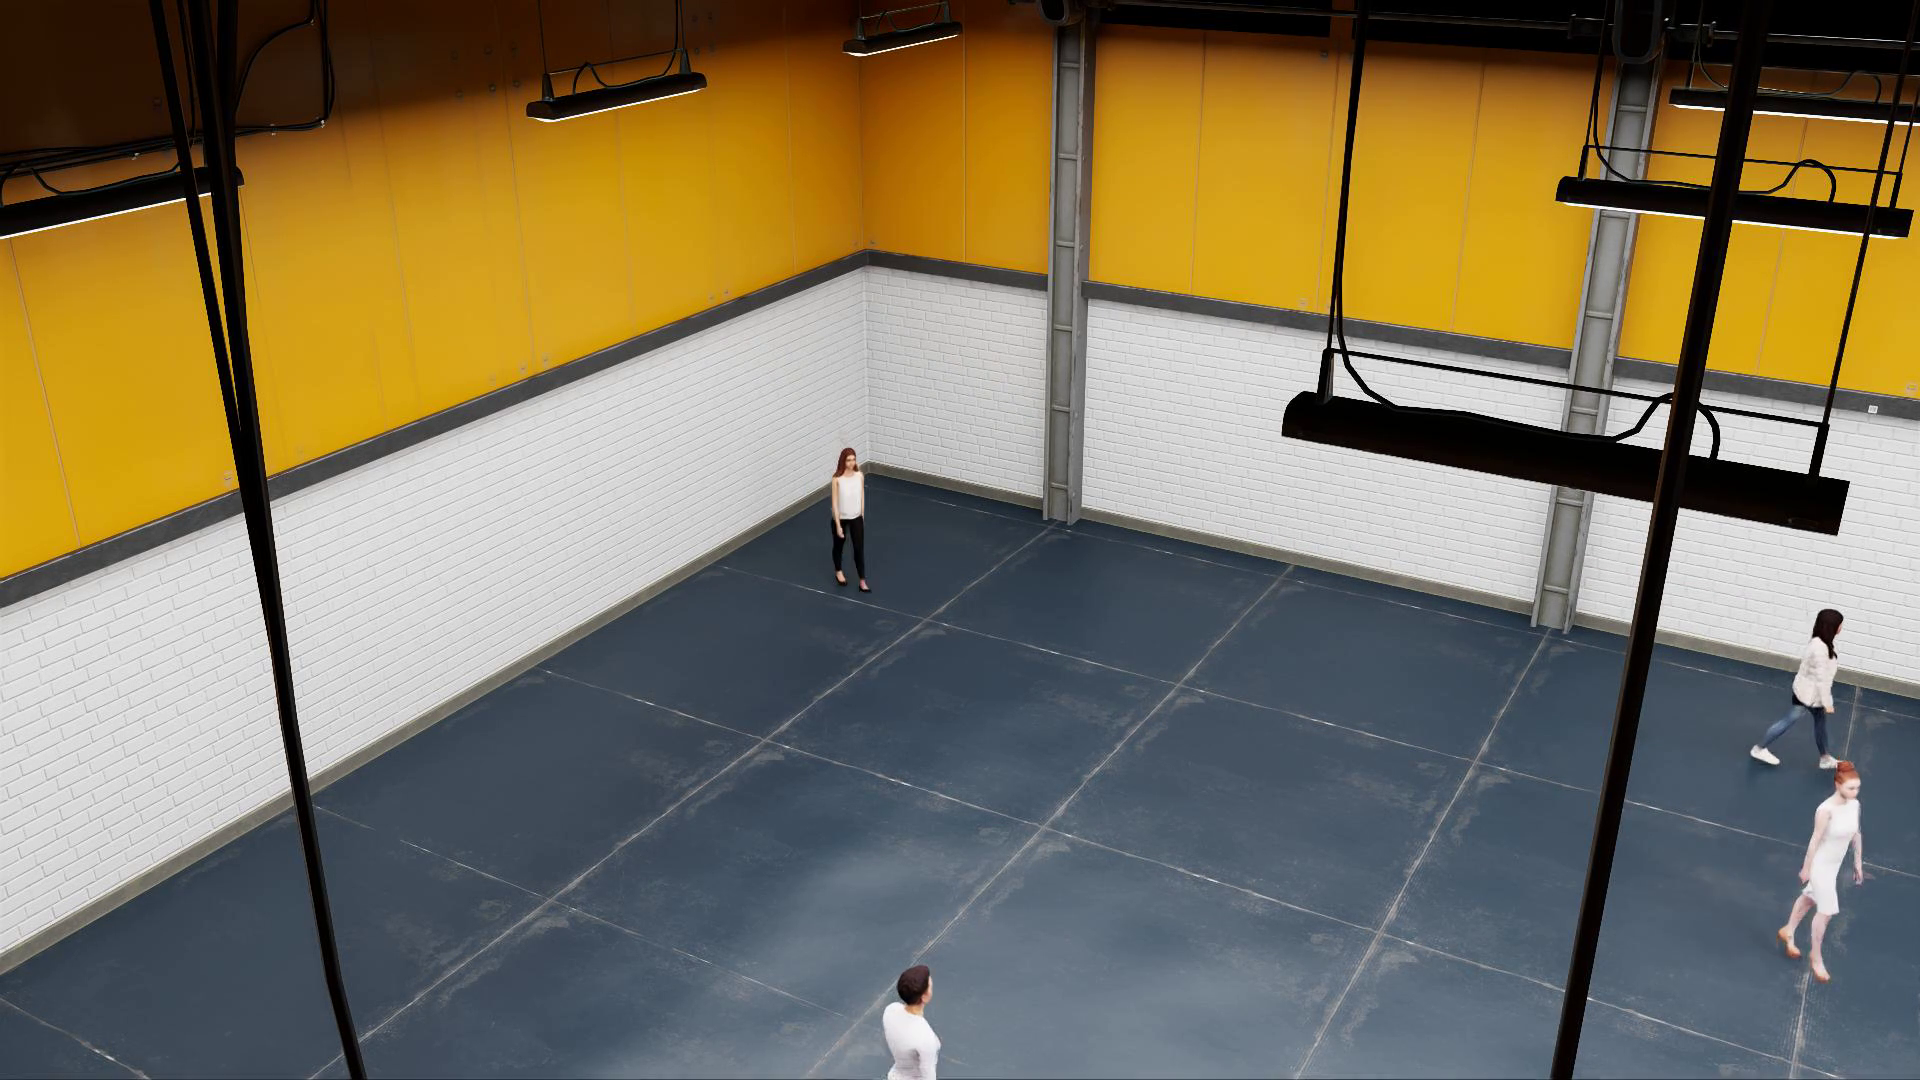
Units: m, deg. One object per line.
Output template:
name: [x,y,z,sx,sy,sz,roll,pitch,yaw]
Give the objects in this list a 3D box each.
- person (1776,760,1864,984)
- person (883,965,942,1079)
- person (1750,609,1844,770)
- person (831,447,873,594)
person: [6.452,2.418,12.568,0.772,1.779,0.864,-12,26,-25]
person: [-0.357,3.447,10.150,0.949,1.831,0.940,-18,29,-35]
person: [7.664,1.383,15.160,1.071,1.600,0.652,11,26,24]
person: [-1.320,-0.263,18.809,0.914,1.692,1.028,-9,25,-19]
